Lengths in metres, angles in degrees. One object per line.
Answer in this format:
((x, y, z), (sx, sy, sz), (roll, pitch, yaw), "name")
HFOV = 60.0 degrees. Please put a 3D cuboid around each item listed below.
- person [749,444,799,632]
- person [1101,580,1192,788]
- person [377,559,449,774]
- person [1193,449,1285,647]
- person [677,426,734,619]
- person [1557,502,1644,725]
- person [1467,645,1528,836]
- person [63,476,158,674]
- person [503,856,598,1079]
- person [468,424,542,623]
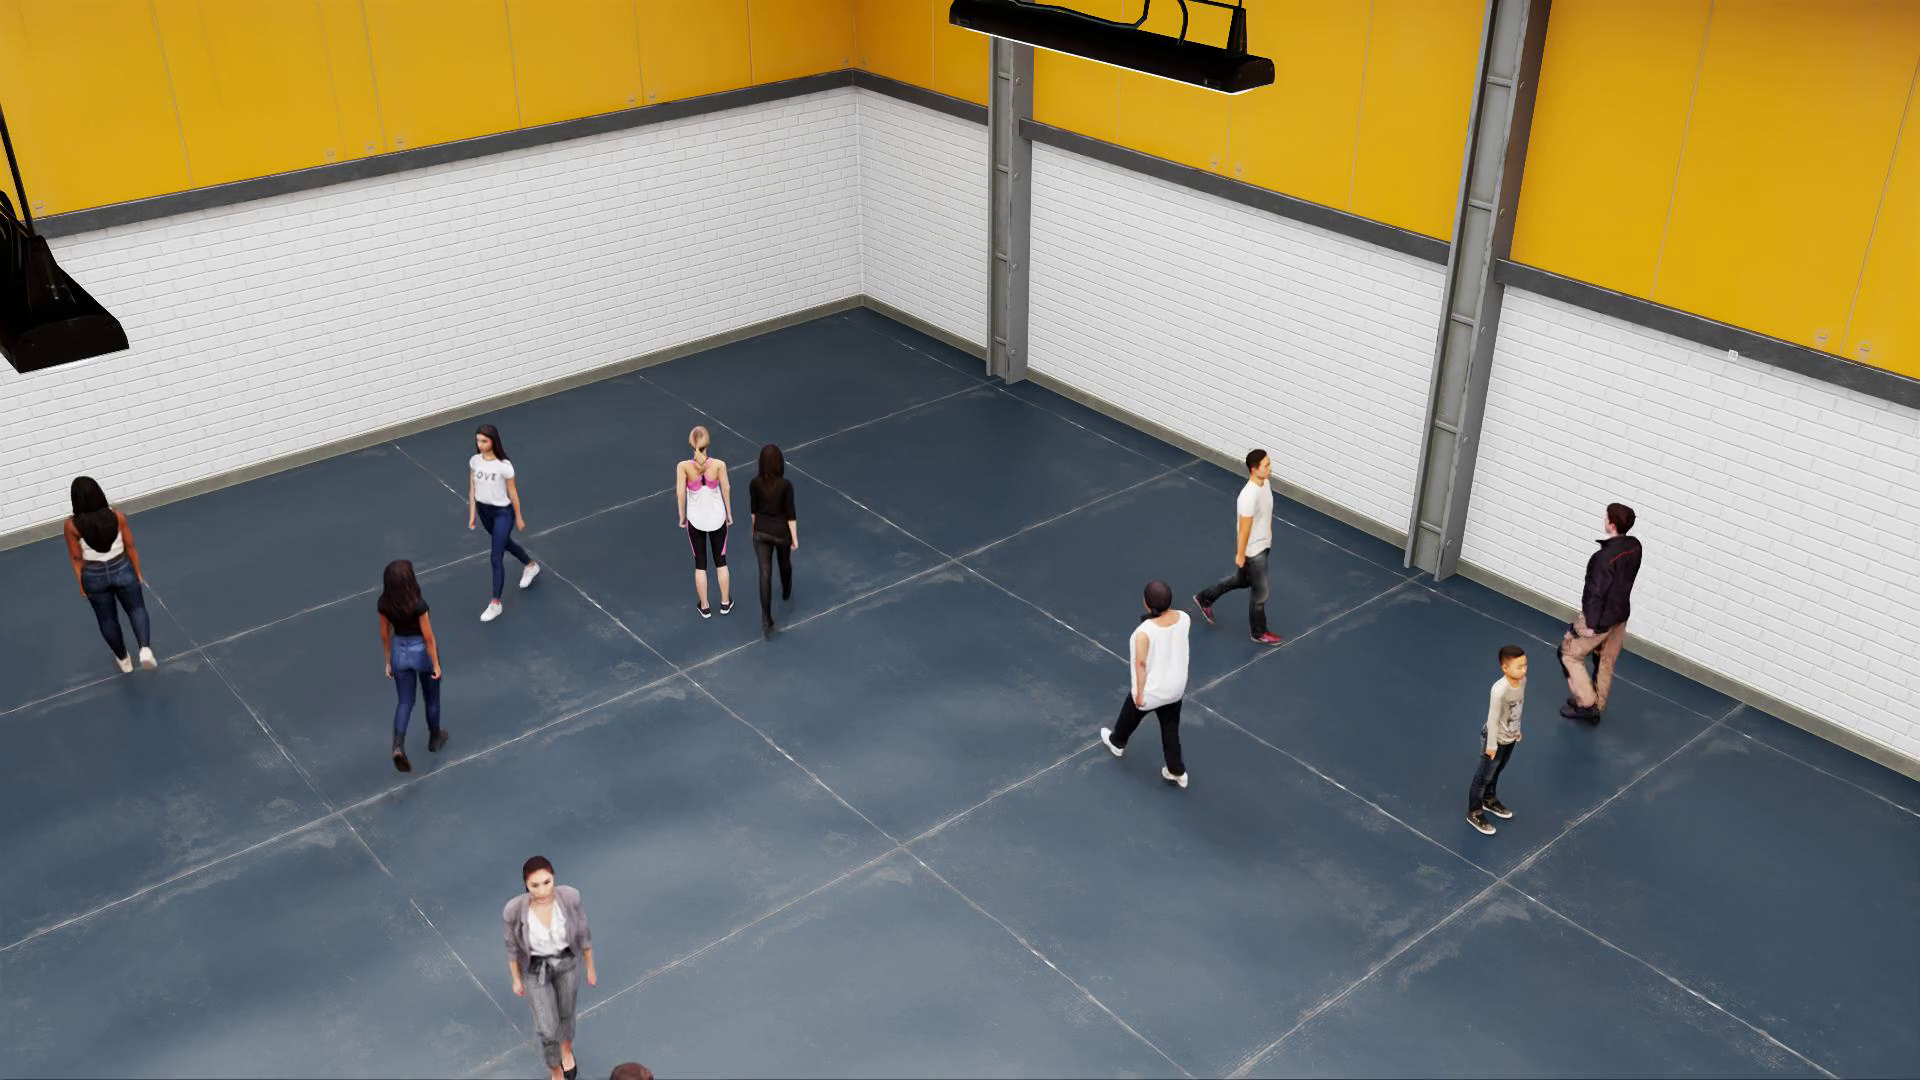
((-1.638, 0.005, 14.384), (1.014, 1.599, 1.122), (2, 29, 3), "person")
((1.497, 1.093, 12.342), (0.771, 1.645, 1.123), (-16, 32, -27), "person")
((-4.132, 0.970, 12.490), (0.978, 1.720, 1.037), (2, 29, 4), "person")
((2.400, 0.041, 14.129), (1.182, 1.780, 0.948), (12, 31, 21), "person")
((-2.213, -0.157, 14.487), (0.692, 1.785, 0.691), (-6, 29, -10), "person")
((5.072, 0.624, 12.918), (0.745, 1.916, 0.704), (-16, 33, -27), "person")
((3.881, 1.400, 11.966), (0.559, 1.465, 0.522), (-25, 37, -38), "person")
((-6.917, 0.344, 13.561), (0.703, 1.793, 0.912), (-17, 33, -28), "person")
((-2.413, 2.484, 9.770), (0.703, 1.665, 0.726), (-13, 31, -22), "person")
((-4.026, -0.209, 14.689), (1.149, 1.683, 0.967), (14, 31, 23), "person")
